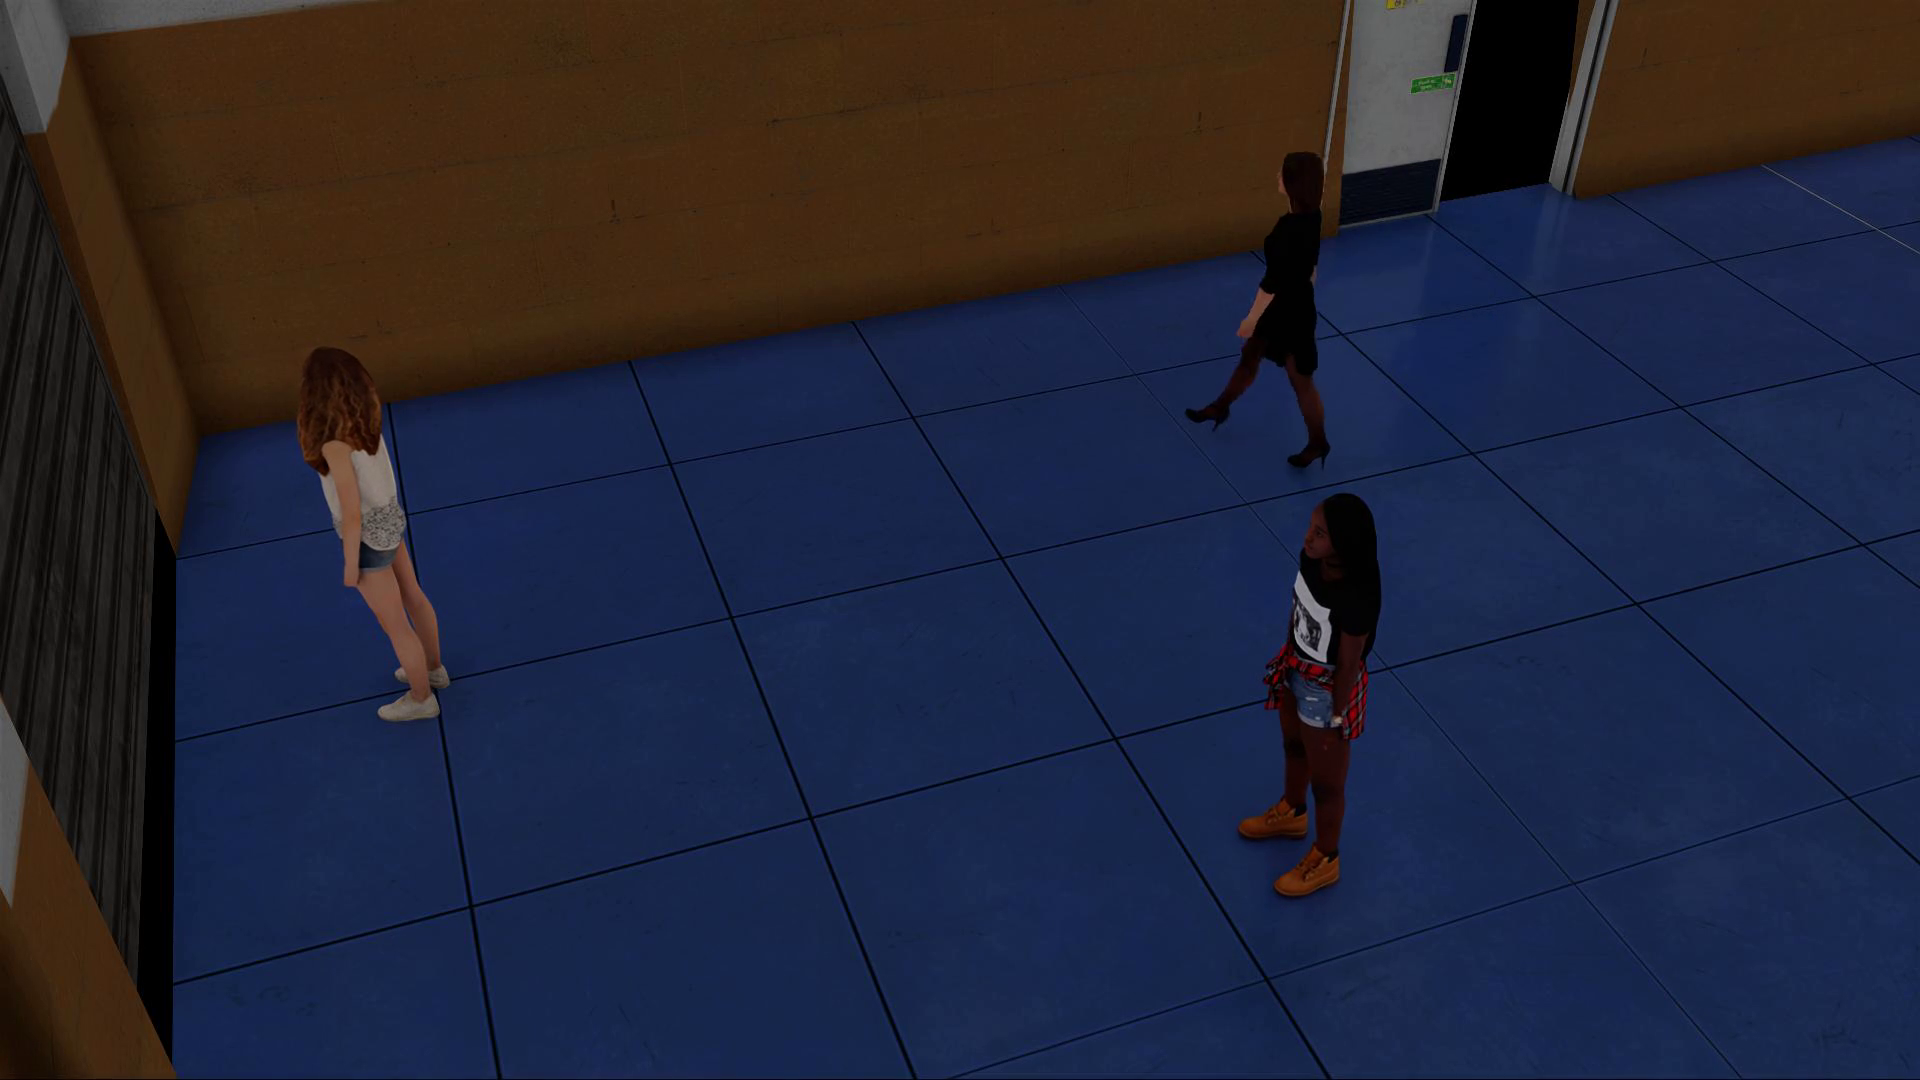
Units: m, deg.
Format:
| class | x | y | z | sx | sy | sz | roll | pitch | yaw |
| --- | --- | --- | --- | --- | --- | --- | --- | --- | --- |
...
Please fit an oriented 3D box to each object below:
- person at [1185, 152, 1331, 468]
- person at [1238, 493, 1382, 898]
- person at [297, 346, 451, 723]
| class | x | y | z | sx | sy | sz | roll | pitch | yaw |
| --- | --- | --- | --- | --- | --- | --- | --- | --- | --- |
| person | 1.698 | -1.060 | 8.155 | 1.052 | 1.672 | 1.024 | 13 | 39 | 16 |
| person | 1.294 | 0.547 | 5.983 | 0.656 | 1.725 | 0.529 | -10 | 38 | -14 |
| person | -2.335 | -0.007 | 6.692 | 0.709 | 1.759 | 0.584 | 3 | 37 | 3 |
